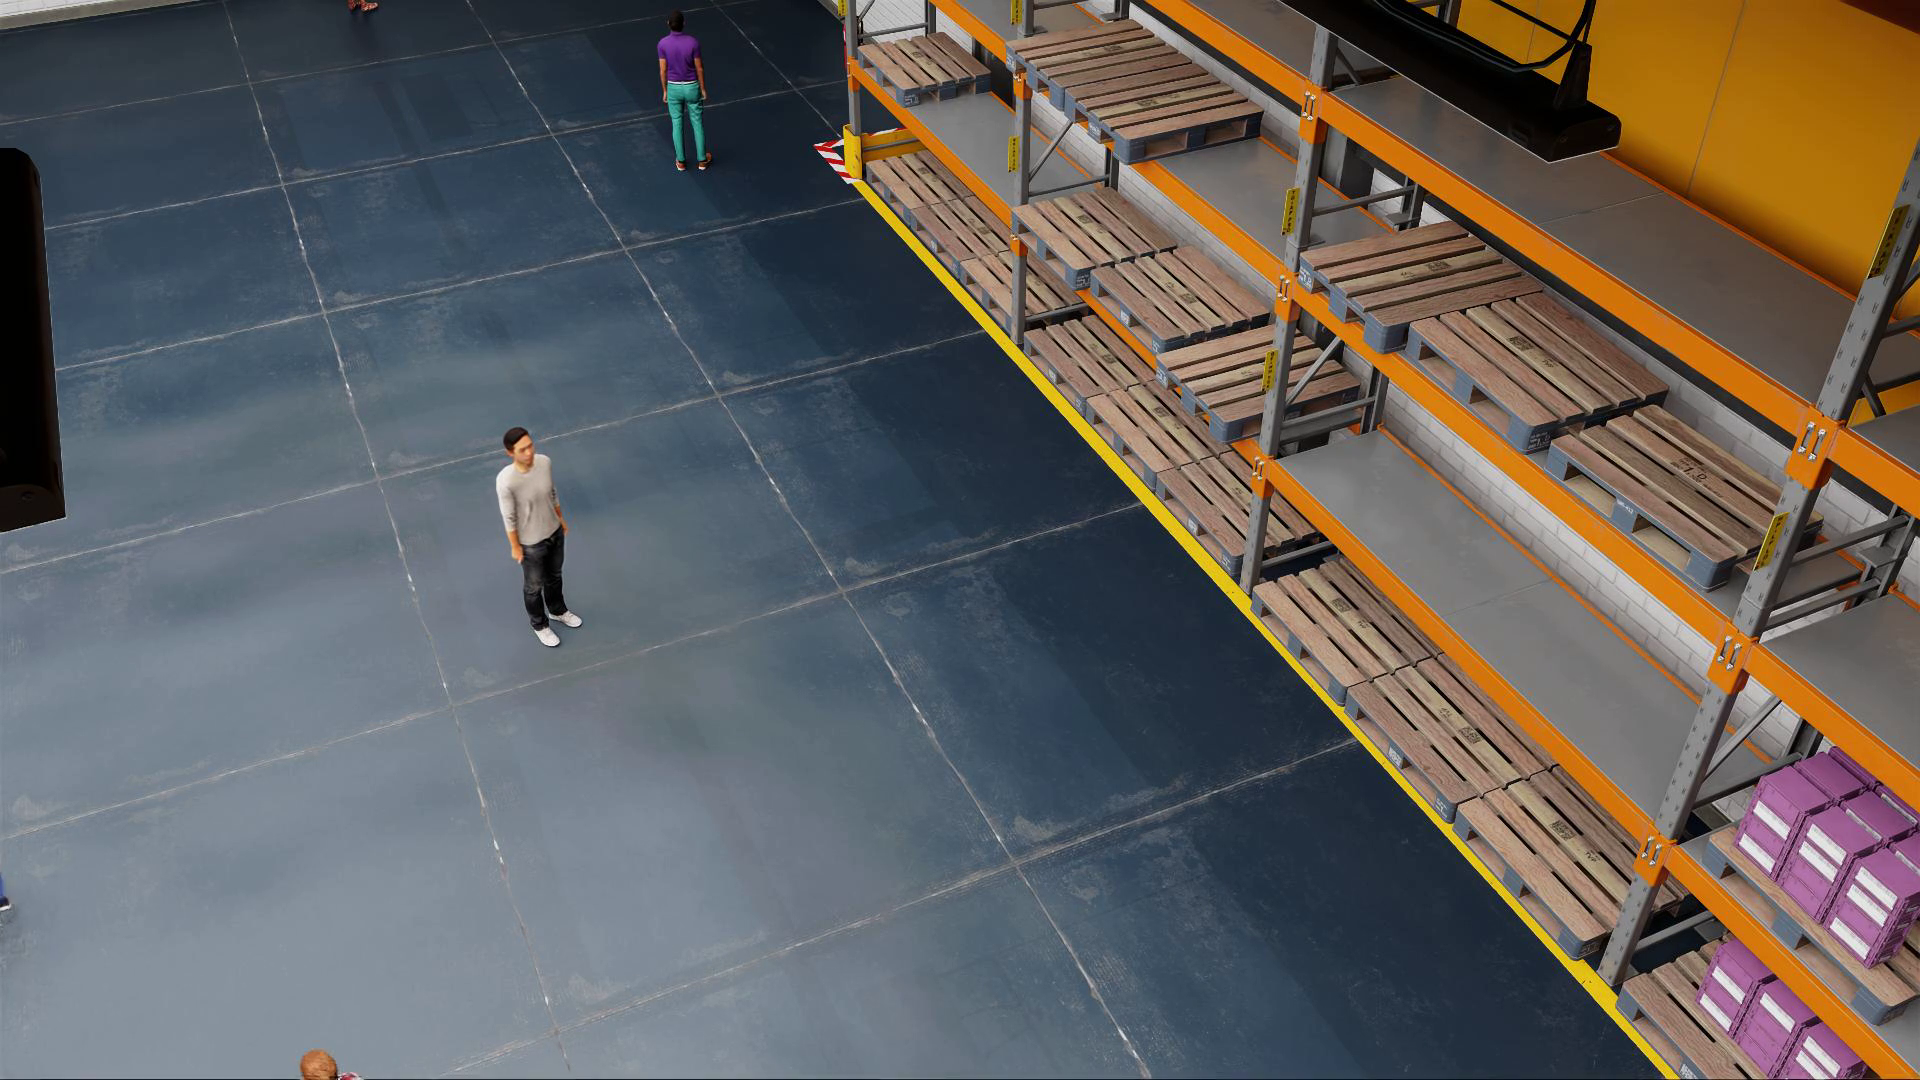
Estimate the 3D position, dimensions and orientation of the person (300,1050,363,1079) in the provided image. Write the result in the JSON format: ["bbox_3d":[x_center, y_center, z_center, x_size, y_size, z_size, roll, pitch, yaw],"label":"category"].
[{"bbox_3d":[-3.104,3.088,8.474,0.964,1.273,0.803,24,44,27],"label":"person"}]

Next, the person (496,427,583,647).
[{"bbox_3d":[-3.061,-0.057,11.980,0.731,1.812,0.730,23,44,26],"label":"person"}]

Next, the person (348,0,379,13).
[{"bbox_3d":[-8.028,-7.772,21.716,0.652,1.719,0.729,17,42,20],"label":"person"}]

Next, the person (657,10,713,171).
[{"bbox_3d":[-3.002,-4.885,18.061,0.696,1.767,0.657,-3,39,-4],"label":"person"}]
